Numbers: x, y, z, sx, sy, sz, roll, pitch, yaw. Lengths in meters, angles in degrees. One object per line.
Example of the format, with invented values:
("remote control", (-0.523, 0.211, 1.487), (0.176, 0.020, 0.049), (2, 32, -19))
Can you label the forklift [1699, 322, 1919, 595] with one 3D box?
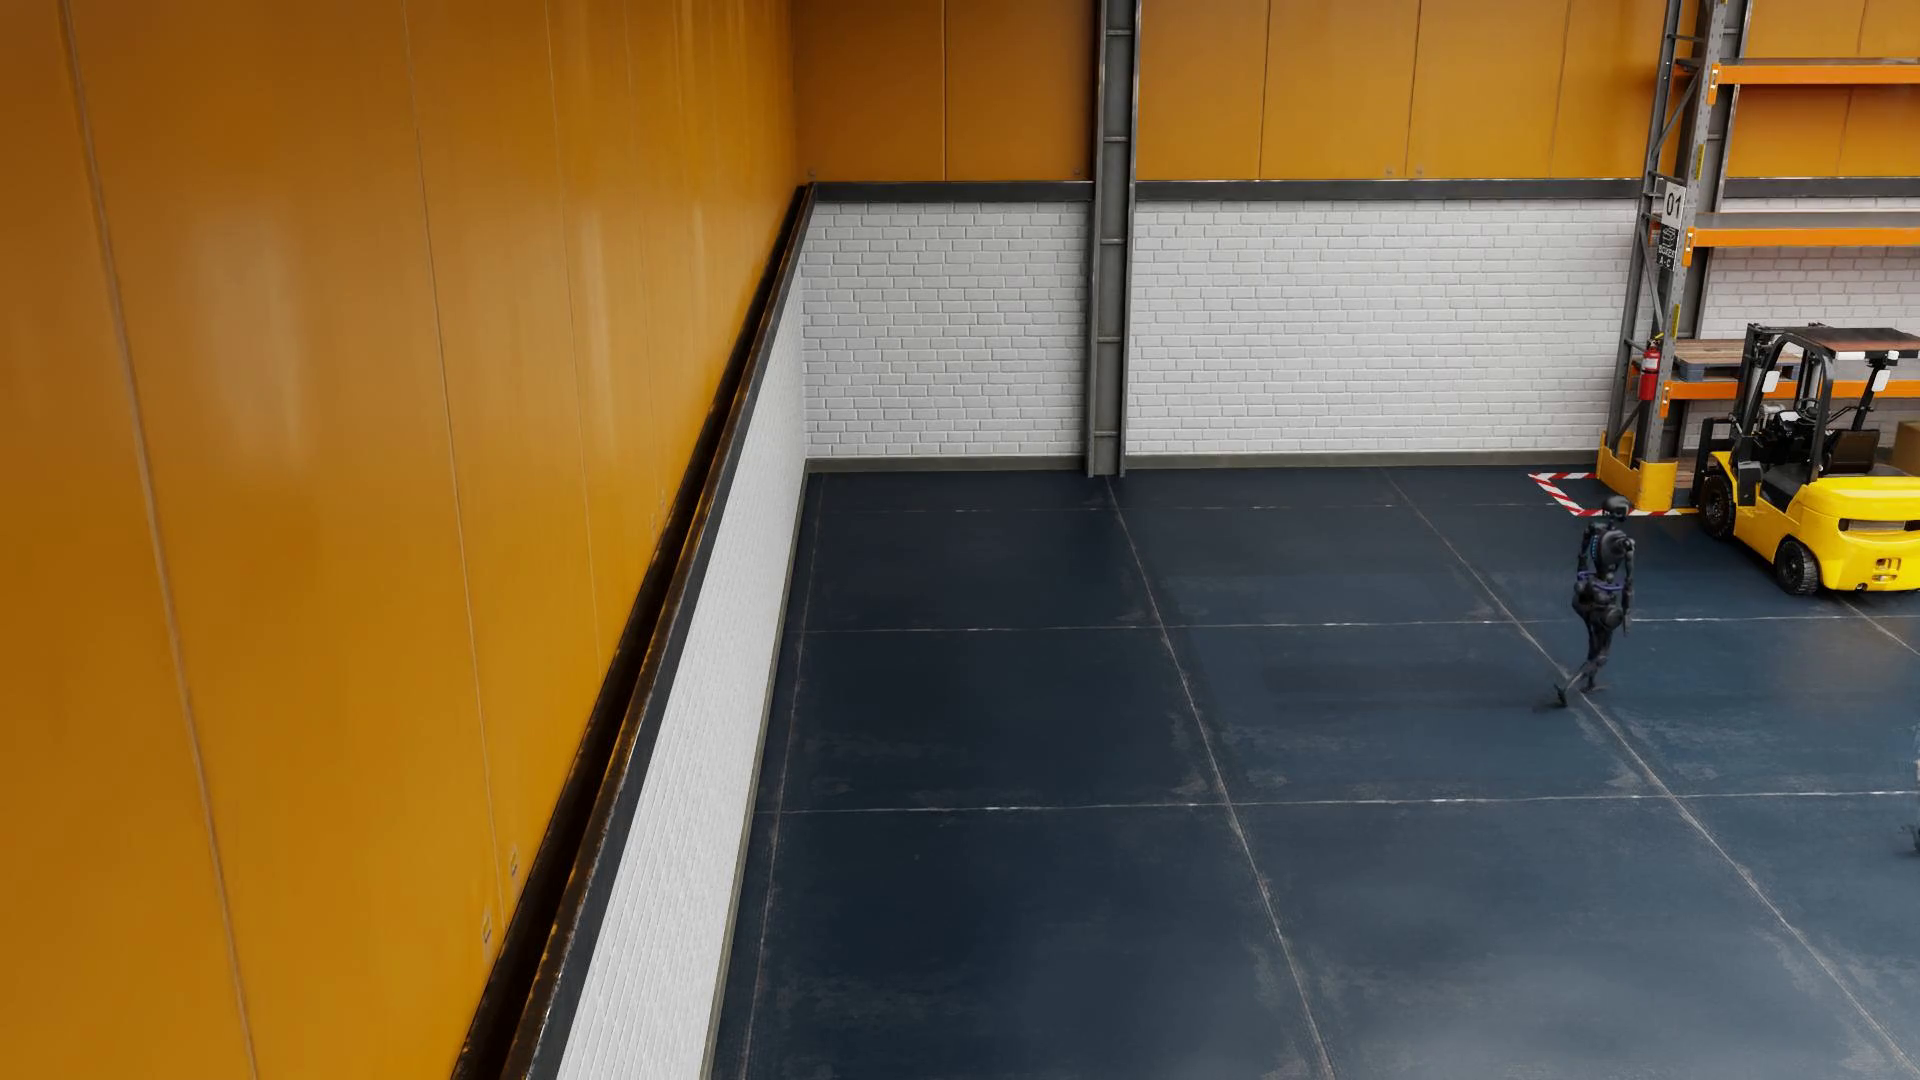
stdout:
("forklift", (7.809, -0.792, 14.926), (1.214, 2.155, 2.313), (-1, 20, -2))

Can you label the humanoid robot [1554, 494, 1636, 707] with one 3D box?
("humanoid robot", (4.703, 0.438, 12.367), (0.671, 1.638, 0.598), (-8, 22, -20))
